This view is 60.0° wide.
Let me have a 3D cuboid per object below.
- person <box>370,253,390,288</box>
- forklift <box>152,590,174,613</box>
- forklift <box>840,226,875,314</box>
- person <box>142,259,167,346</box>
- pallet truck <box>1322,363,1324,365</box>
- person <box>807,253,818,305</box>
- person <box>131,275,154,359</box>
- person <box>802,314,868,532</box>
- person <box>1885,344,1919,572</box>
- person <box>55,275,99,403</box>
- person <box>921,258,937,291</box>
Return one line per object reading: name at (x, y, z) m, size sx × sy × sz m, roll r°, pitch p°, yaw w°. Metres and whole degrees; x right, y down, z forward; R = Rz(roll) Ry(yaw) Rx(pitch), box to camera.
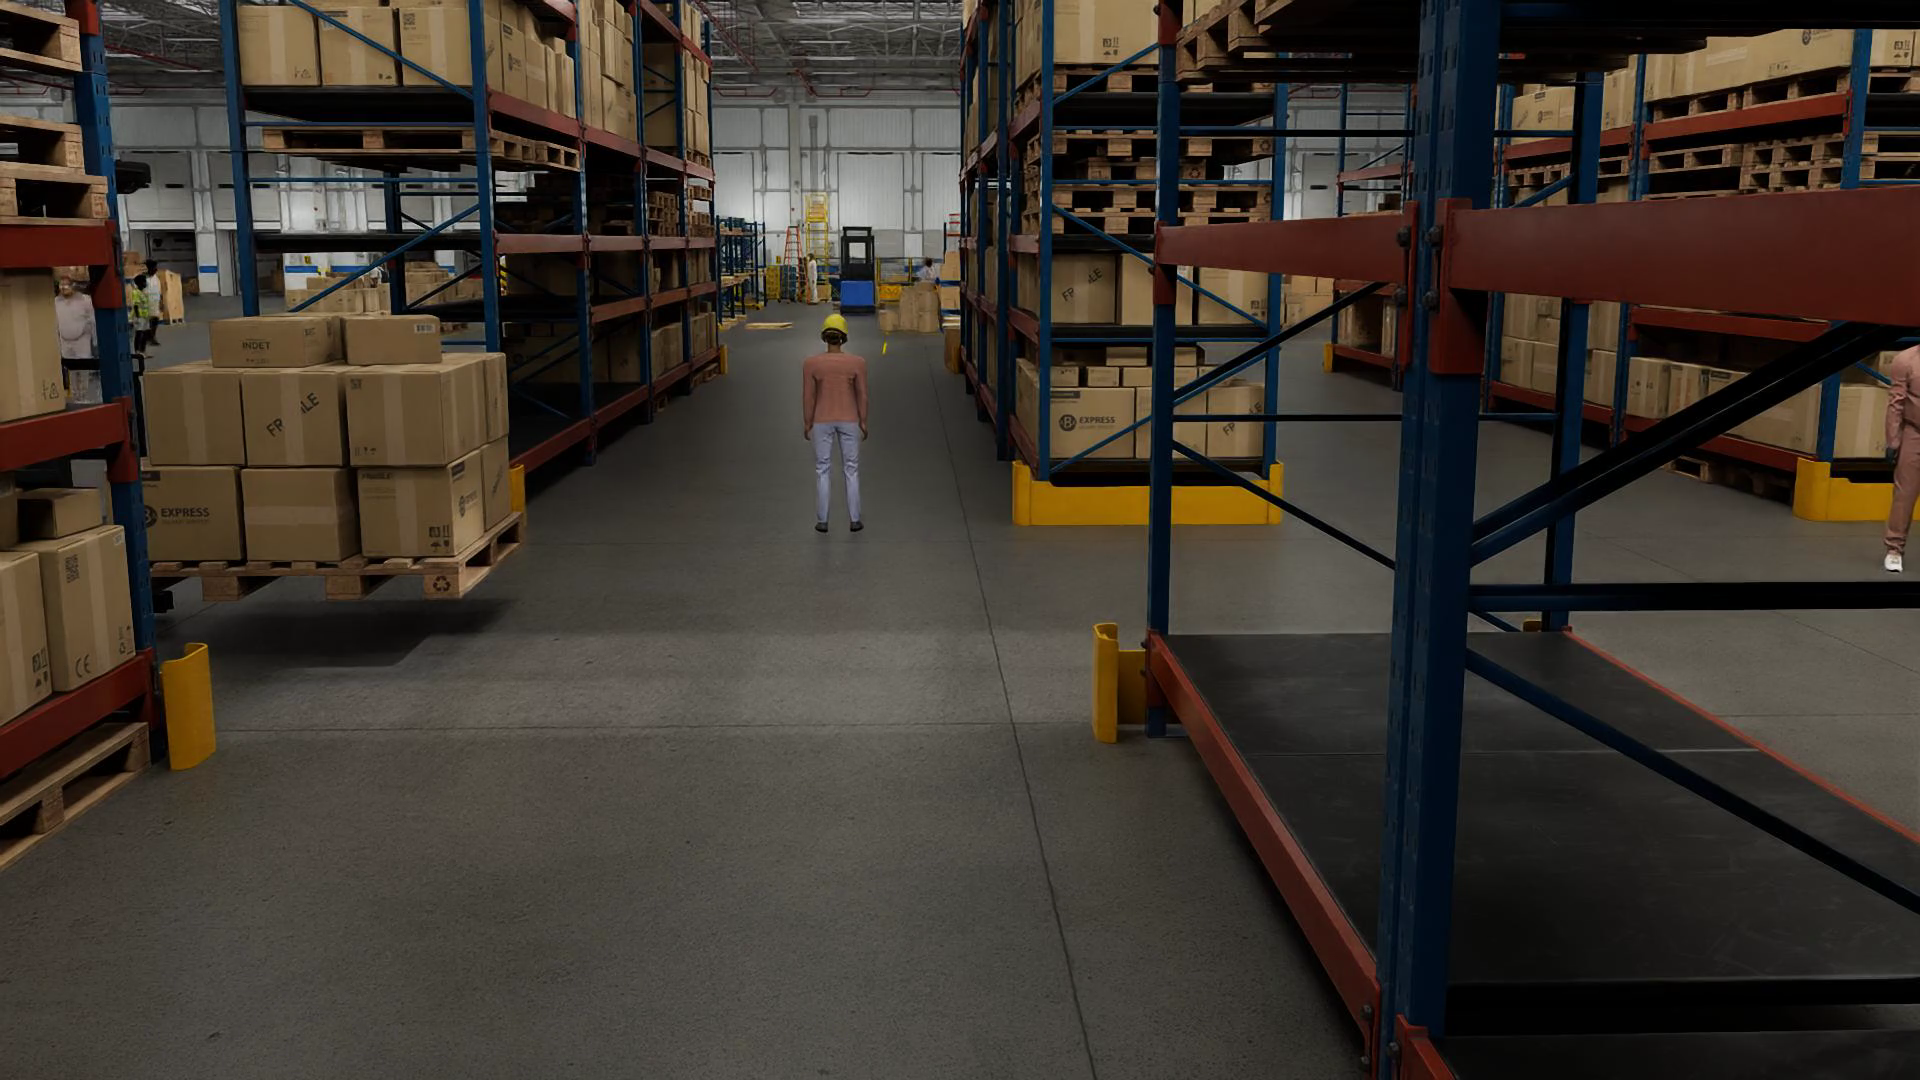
person at (-15.976, -6.902, 45.912) m, size 0.539 × 2.000 × 0.688 m, roll -1°, pitch 10°, yaw -6°
forklift at (-5.858, -0.811, 9.639) m, size 1.873 × 2.768 × 1.129 m, roll -1°, pitch 10°, yaw -3°
forklift at (-3.298, -8.682, 53.488) m, size 1.129 × 2.768 × 1.873 m, roll 0°, pitch 10°, yaw -2°
person at (-18.017, -5.288, 37.167) m, size 0.510 × 1.947 × 0.609 m, roll 0°, pitch 10°, yaw -1°
pallet truck at (7.712, -4.157, 30.737) m, size 1.885 × 1.965 × 0.823 m, roll 3°, pitch 11°, yaw 16°
person at (-5.448, -9.630, 61.391) m, size 0.376 × 1.940 × 0.629 m, roll -3°, pitch 11°, yaw -17°
person at (-16.409, -4.464, 33.322) m, size 0.320 × 1.691 × 0.535 m, roll -1°, pitch 10°, yaw -4°
person at (-1.008, -0.942, 13.475) m, size 0.533 × 1.767 × 0.325 m, roll -1°, pitch 10°, yaw -5°
person at (6.889, -0.694, 11.735) m, size 0.645 × 1.899 × 0.399 m, roll 4°, pitch 11°, yaw 22°
person at (-12.348, -2.723, 23.075) m, size 0.672 × 1.880 × 0.755 m, roll -1°, pitch 10°, yaw -6°
person at (-1.060, -8.443, 55.110) m, size 0.693 × 1.820 × 0.639 m, roll 7°, pitch 12°, yaw 34°
